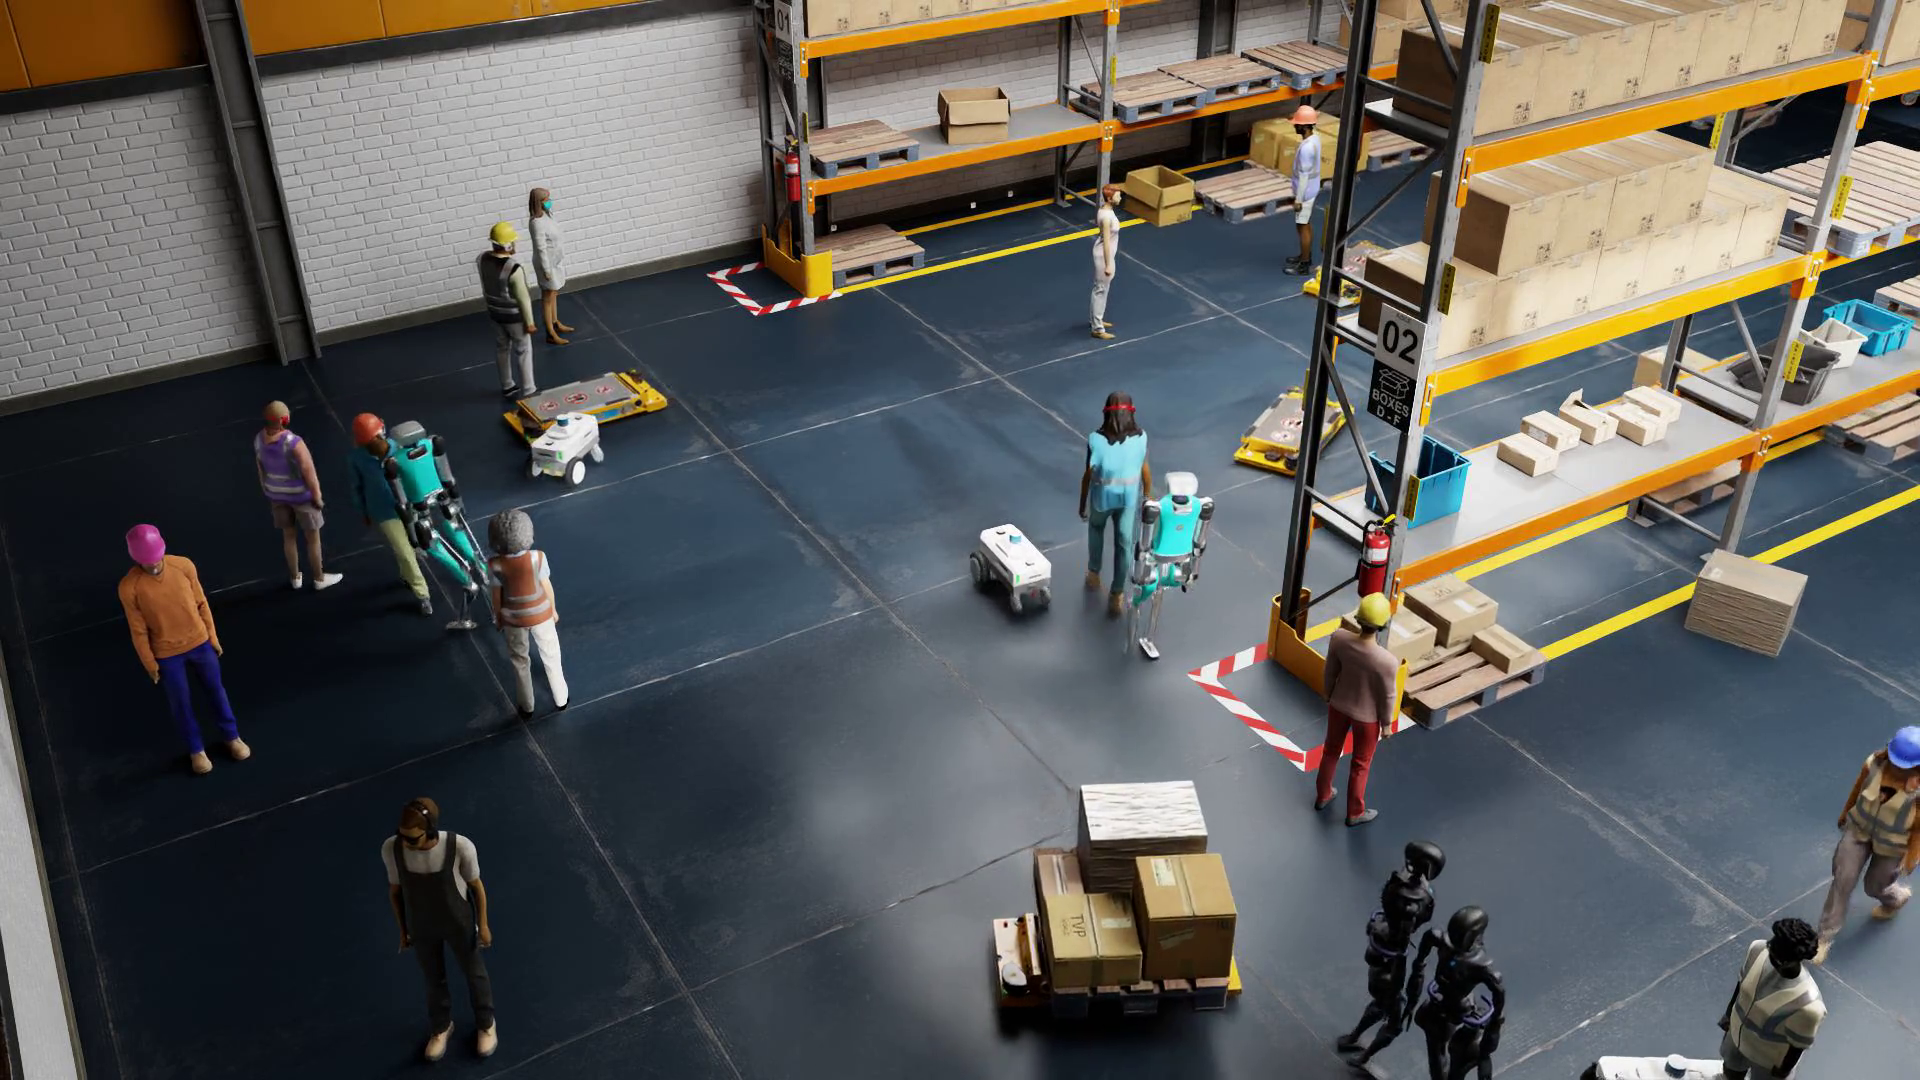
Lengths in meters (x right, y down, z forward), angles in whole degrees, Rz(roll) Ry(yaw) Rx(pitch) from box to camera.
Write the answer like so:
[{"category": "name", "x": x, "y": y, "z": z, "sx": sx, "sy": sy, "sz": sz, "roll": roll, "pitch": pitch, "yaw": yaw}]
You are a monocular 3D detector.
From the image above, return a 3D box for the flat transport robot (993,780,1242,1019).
[{"category": "flat transport robot", "x": 0.942, "y": 2.500, "z": 10.098, "sx": 1.431, "sy": 0.231, "sz": 0.659, "roll": -2, "pitch": 32, "yaw": -3}]

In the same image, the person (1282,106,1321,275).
[{"category": "person", "x": 3.868, "y": -3.966, "z": 18.861, "sx": 0.418, "sy": 1.924, "sz": 0.554, "roll": 9, "pitch": 33, "yaw": 14}]

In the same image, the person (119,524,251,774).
[{"category": "person", "x": -5.321, "y": 0.726, "z": 11.332, "sx": 0.515, "sy": 1.972, "sz": 0.404, "roll": -25, "pitch": 40, "yaw": -34}]

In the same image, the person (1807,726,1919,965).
[{"category": "person", "x": 5.523, "y": 1.741, "z": 9.929, "sx": 0.744, "sy": 1.741, "sz": 0.492, "roll": -23, "pitch": 39, "yaw": -32}]

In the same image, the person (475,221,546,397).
[{"category": "person", "x": -4.365, "y": -2.209, "z": 16.147, "sx": 0.602, "sy": 1.824, "sz": 0.404, "roll": 20, "pitch": 37, "yaw": 29}]

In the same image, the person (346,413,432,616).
[{"category": "person", "x": -4.453, "y": -0.242, "z": 13.111, "sx": 0.546, "sy": 1.705, "sz": 0.644, "roll": -19, "pitch": 37, "yaw": -27}]

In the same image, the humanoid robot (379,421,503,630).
[{"category": "humanoid robot", "x": -3.884, "y": -0.016, "z": 12.740, "sx": 0.820, "sy": 1.782, "sz": 0.602, "roll": 25, "pitch": 40, "yaw": 34}]

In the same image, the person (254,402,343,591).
[{"category": "person", "x": -5.337, "y": -0.337, "z": 13.295, "sx": 0.517, "sy": 1.689, "sz": 0.345, "roll": 8, "pitch": 33, "yaw": 12}]

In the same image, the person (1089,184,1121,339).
[{"category": "person", "x": 1.527, "y": -2.940, "z": 17.460, "sx": 0.272, "sy": 1.659, "sz": 0.455, "roll": 1, "pitch": 32, "yaw": 1}]

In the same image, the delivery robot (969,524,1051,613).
[{"category": "delivery robot", "x": 0.447, "y": 0.191, "z": 13.503, "sx": 0.499, "sy": 0.587, "sz": 0.772, "roll": -14, "pitch": 35, "yaw": -21}]

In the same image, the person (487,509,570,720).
[{"category": "person", "x": -3.103, "y": 0.539, "z": 11.883, "sx": 0.445, "sy": 1.690, "sz": 0.306, "roll": -9, "pitch": 33, "yaw": -13}]

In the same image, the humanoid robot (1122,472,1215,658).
[{"category": "humanoid robot", "x": 1.492, "y": 0.199, "z": 12.464, "sx": 0.557, "sy": 1.844, "sz": 0.815, "roll": -6, "pitch": 33, "yaw": -9}]

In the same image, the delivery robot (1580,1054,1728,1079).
[{"category": "delivery robot", "x": 3.794, "y": 3.030, "z": 8.999, "sx": 0.816, "sy": 0.613, "sz": 0.499, "roll": 1, "pitch": 32, "yaw": 2}]

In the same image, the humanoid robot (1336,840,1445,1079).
[{"category": "humanoid robot", "x": 2.353, "y": 2.286, "z": 9.127, "sx": 0.382, "sy": 1.647, "sz": 0.612, "roll": 7, "pitch": 33, "yaw": 11}]

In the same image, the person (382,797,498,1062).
[{"category": "person", "x": -2.859, "y": 2.136, "z": 9.198, "sx": 0.504, "sy": 1.842, "sz": 0.350, "roll": -1, "pitch": 32, "yaw": -2}]

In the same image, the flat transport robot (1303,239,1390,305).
[{"category": "flat transport robot", "x": 4.545, "y": -3.065, "z": 18.972, "sx": 0.659, "sy": 0.231, "sz": 1.431, "roll": 22, "pitch": 38, "yaw": 31}]

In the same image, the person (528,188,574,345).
[{"category": "person", "x": -4.273, "y": -2.869, "z": 17.348, "sx": 0.338, "sy": 1.660, "sz": 0.481, "roll": 0, "pitch": 32, "yaw": 0}]

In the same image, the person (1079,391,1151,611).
[{"category": "person", "x": 1.228, "y": -0.377, "z": 13.196, "sx": 0.564, "sy": 1.843, "sz": 0.756, "roll": 1, "pitch": 32, "yaw": 1}]

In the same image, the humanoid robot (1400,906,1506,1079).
[{"category": "humanoid robot", "x": 2.591, "y": 2.539, "z": 8.720, "sx": 0.520, "sy": 1.648, "sz": 0.596, "roll": -24, "pitch": 39, "yaw": -33}]

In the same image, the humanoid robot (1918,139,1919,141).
[{"category": "humanoid robot", "x": 13.488, "y": -6.185, "z": 22.626, "sx": 0.612, "sy": 1.648, "sz": 0.460, "roll": 15, "pitch": 35, "yaw": 22}]

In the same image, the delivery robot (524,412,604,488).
[{"category": "delivery robot", "x": -3.603, "y": -0.843, "z": 15.167, "sx": 0.510, "sy": 0.603, "sz": 0.774, "roll": 10, "pitch": 33, "yaw": 16}]

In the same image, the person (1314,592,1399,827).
[{"category": "person", "x": 2.617, "y": 1.101, "z": 10.918, "sx": 0.314, "sy": 1.767, "sz": 0.533, "roll": -27, "pitch": 41, "yaw": -36}]

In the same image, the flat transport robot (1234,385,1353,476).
[{"category": "flat transport robot", "x": 3.173, "y": -1.039, "z": 15.741, "sx": 0.659, "sy": 0.231, "sz": 1.431, "roll": 17, "pitch": 36, "yaw": 25}]

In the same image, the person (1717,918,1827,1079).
[{"category": "person", "x": 4.138, "y": 2.600, "z": 8.595, "sx": 0.320, "sy": 1.693, "sz": 0.533, "roll": -7, "pitch": 33, "yaw": -12}]

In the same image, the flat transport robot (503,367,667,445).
[{"category": "flat transport robot", "x": -3.644, "y": -1.304, "z": 16.164, "sx": 1.431, "sy": 0.231, "sz": 0.659, "roll": -20, "pitch": 37, "yaw": -29}]
